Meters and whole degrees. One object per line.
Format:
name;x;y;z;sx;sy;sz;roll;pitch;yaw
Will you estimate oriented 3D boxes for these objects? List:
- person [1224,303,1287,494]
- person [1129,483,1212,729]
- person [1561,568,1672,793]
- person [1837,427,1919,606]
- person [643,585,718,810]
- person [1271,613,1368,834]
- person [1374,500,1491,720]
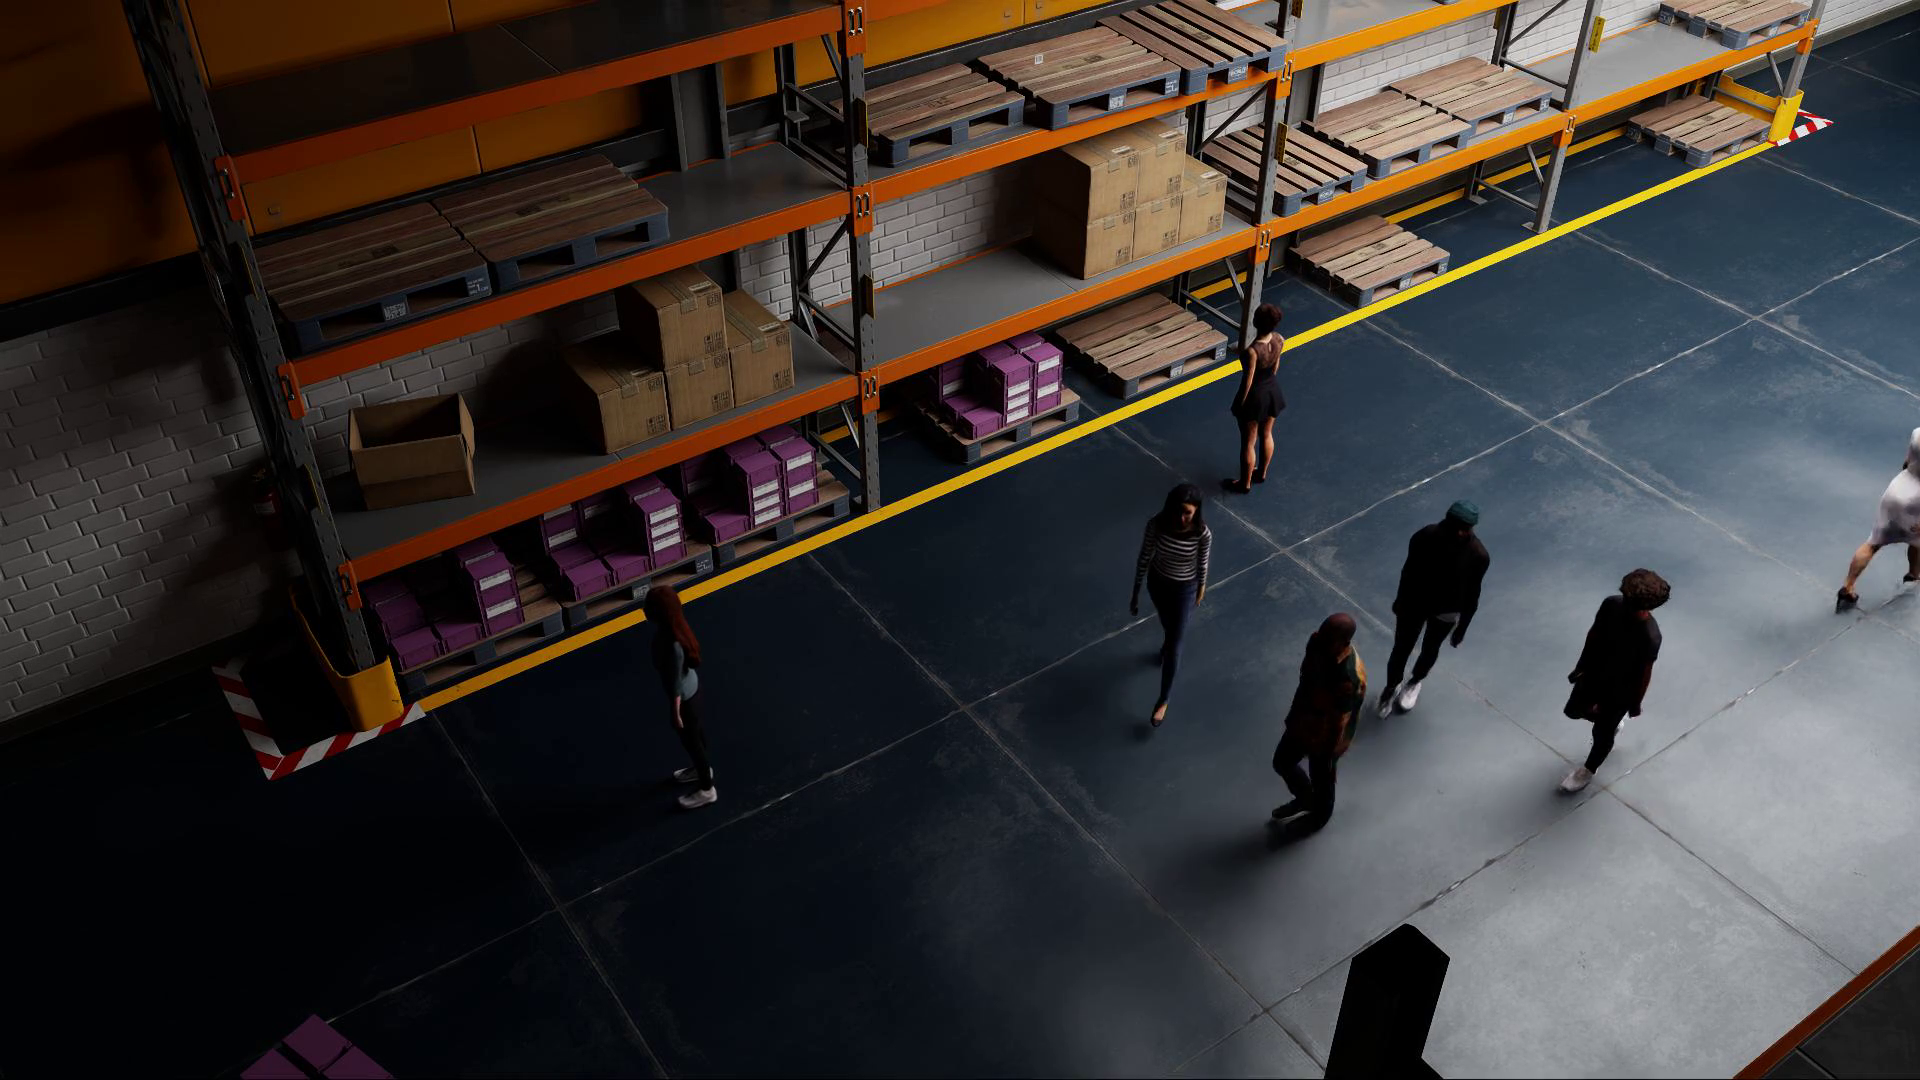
person;2.316;-1.108;12.920;0.509;1.672;0.639;-26;45;-29
person;1.418;0.301;11.108;1.060;1.734;1.218;12;40;14
person;4.131;0.832;10.418;0.855;1.764;0.704;-14;41;-17
person;6.657;-0.215;11.784;1.102;1.696;0.675;-17;42;-20
person;-1.716;0.959;10.279;0.647;1.739;0.642;-7;39;-8
person;2.262;1.104;10.055;0.781;1.793;0.781;-11;40;-13
person;3.140;0.388;10.952;0.844;1.793;0.887;17;42;20
